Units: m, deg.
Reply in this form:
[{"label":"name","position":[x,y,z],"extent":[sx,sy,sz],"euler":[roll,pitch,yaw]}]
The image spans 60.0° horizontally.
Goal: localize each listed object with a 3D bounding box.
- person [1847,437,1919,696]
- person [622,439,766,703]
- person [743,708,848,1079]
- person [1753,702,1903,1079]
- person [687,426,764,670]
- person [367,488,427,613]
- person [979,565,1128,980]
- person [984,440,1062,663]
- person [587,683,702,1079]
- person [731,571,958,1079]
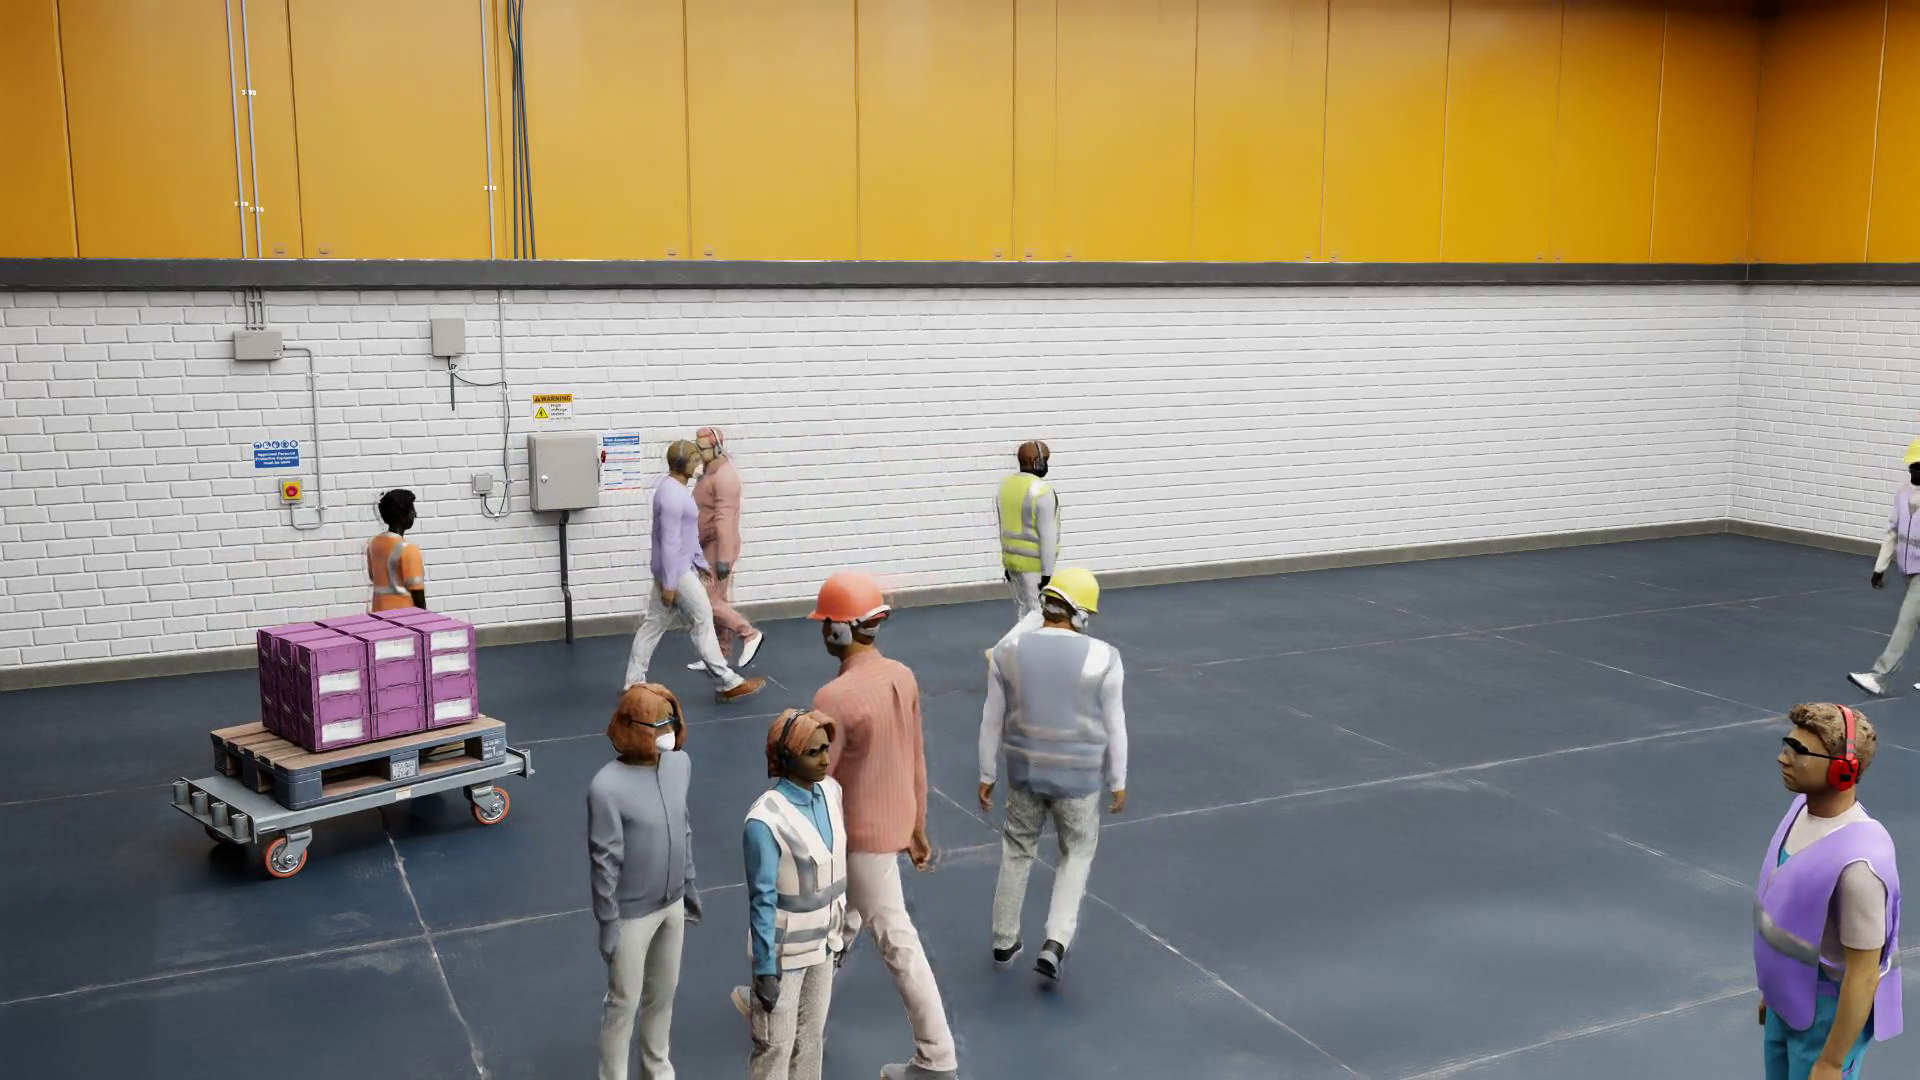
[{"label":"person","position":[6.803,0.193,11.906],"extent":[1.014,1.864,0.599],"euler":[-1,9,-9]},{"label":"person","position":[-1.915,0.232,11.608],"extent":[1.016,1.885,0.640],"euler":[-2,9,-12]},{"label":"person","position":[-0.529,1.348,5.446],"extent":[0.314,1.639,0.517],"euler":[4,10,25]},{"label":"person","position":[2.429,1.361,4.718],"extent":[0.390,1.850,0.565],"euler":[2,9,9]},{"label":"person","position":[-1.808,0.083,12.503],"extent":[0.494,1.895,0.694],"euler":[-3,10,-19]},{"label":"person","position":[-3.535,0.511,10.494],"extent":[0.395,1.682,0.540],"euler":[-8,12,-42]},{"label":"person","position":[0.383,1.009,7.103],"extent":[0.647,1.785,0.581],"euler":[3,10,19]},{"label":"person","position":[0.456,0.182,12.129],"extent":[0.659,1.822,0.622],"euler":[-6,11,-33]},{"label":"person","position":[-1.090,1.292,5.813],"extent":[0.268,1.630,0.507],"euler":[5,11,29]},{"label":"person","position":[-0.440,1.079,6.214],"extent":[1.054,1.927,0.611],"euler":[4,10,21]}]
